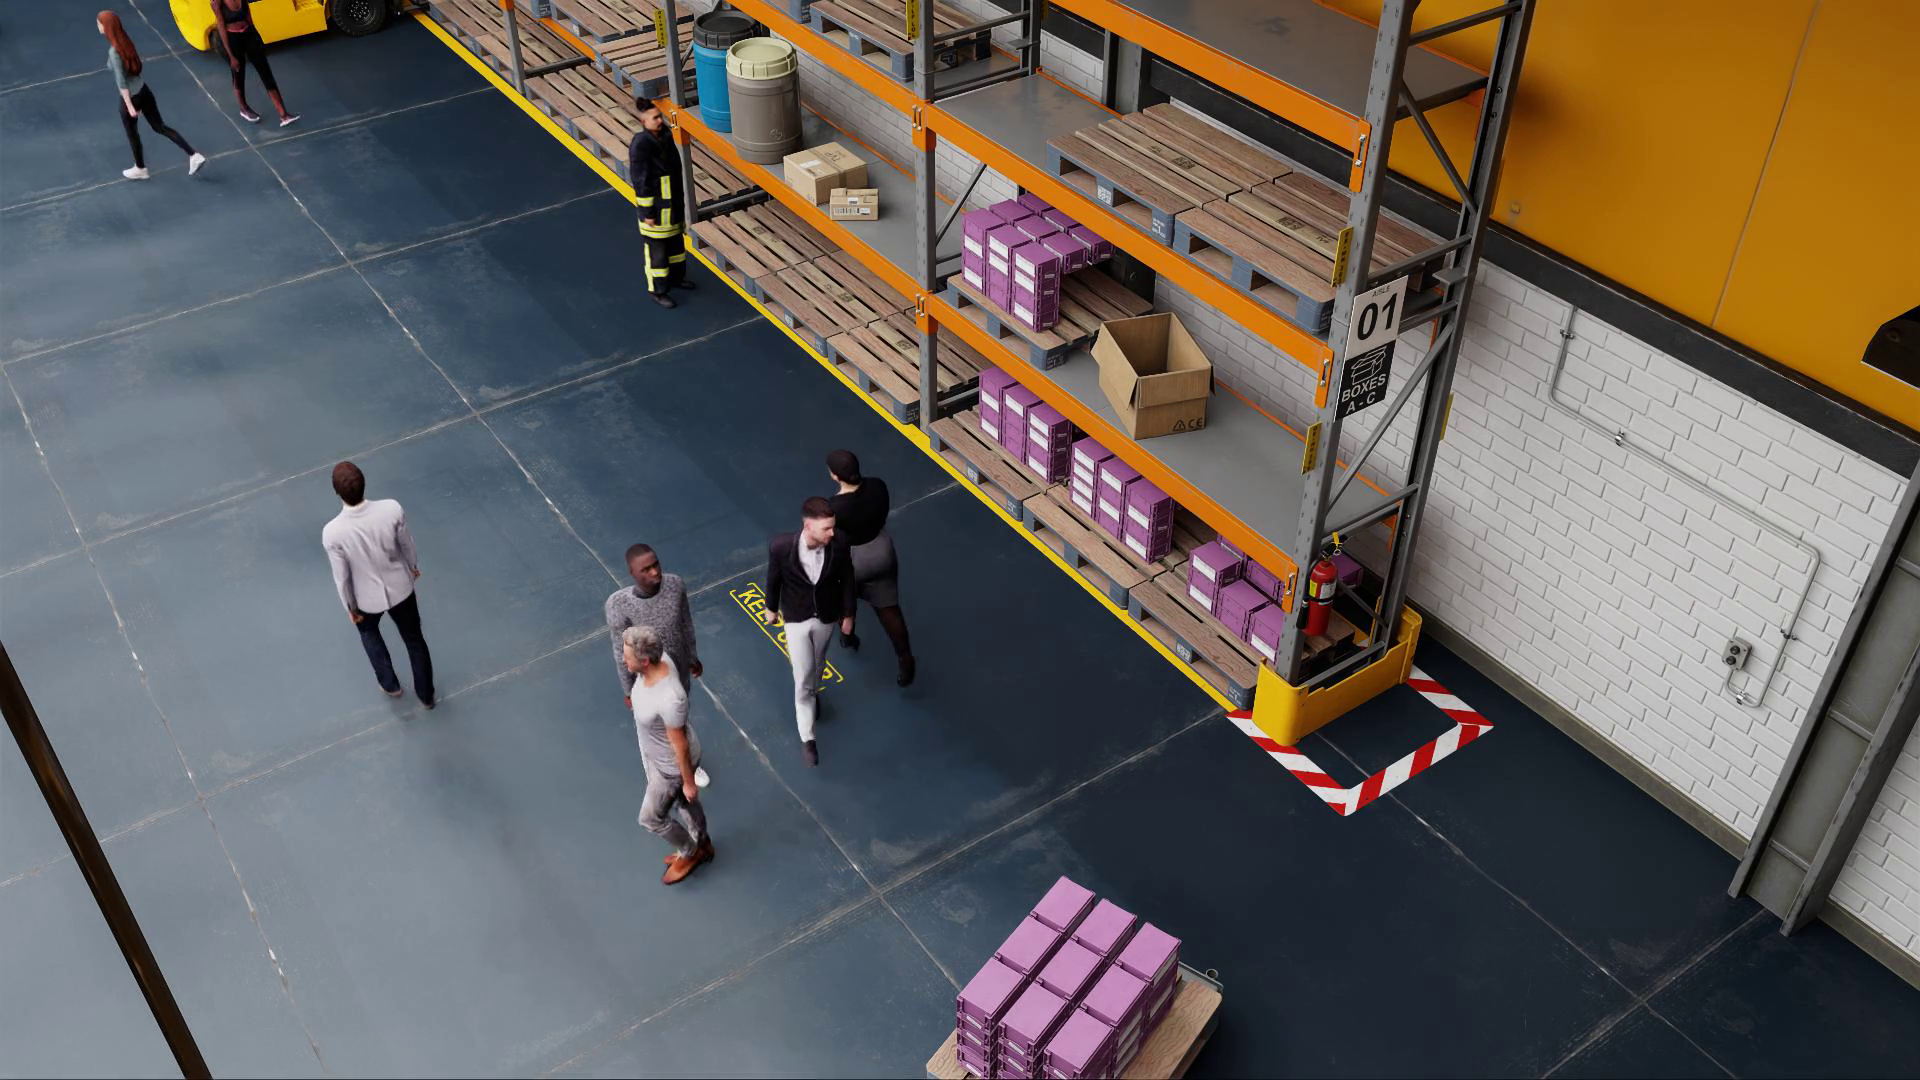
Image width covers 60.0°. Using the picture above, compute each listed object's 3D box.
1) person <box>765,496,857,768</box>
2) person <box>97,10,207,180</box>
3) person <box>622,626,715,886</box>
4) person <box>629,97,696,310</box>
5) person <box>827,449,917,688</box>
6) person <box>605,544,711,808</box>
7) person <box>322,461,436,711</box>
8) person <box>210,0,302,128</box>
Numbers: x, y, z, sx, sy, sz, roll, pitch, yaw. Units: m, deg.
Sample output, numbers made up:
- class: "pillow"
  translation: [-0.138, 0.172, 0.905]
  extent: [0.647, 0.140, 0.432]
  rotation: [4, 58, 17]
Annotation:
- class: "person"
  translation: [-0.915, 0.408, 10.222]
  extent: [0.945, 1.799, 1.117]
  rotation: [-6, 39, -8]
- class: "person"
  translation: [-7.925, -4.286, 16.166]
  extent: [1.112, 1.716, 1.095]
  rotation: [4, 39, 5]
- class: "person"
  translation: [-1.517, 1.173, 9.259]
  extent: [0.833, 1.805, 0.681]
  rotation: [-14, 41, -17]
- class: "person"
  translation: [-2.600, -2.953, 14.381]
  extent: [0.877, 1.859, 0.869]
  rotation: [17, 42, 20]
- class: "person"
  translation: [-0.566, 0.203, 10.541]
  extent: [0.653, 1.720, 1.072]
  rotation: [-21, 43, -24]
- class: "person"
  translation: [-1.766, 0.766, 9.743]
  extent: [0.701, 1.837, 0.578]
  rotation: [-29, 47, -31]
- class: "person"
  translation: [-3.534, 0.356, 10.260]
  extent: [0.694, 1.832, 0.668]
  rotation: [-20, 43, -23]
- class: "person"
  translation: [-7.496, -5.120, 17.210]
  extent: [1.234, 1.715, 0.885]
  rotation: [24, 44, 27]
